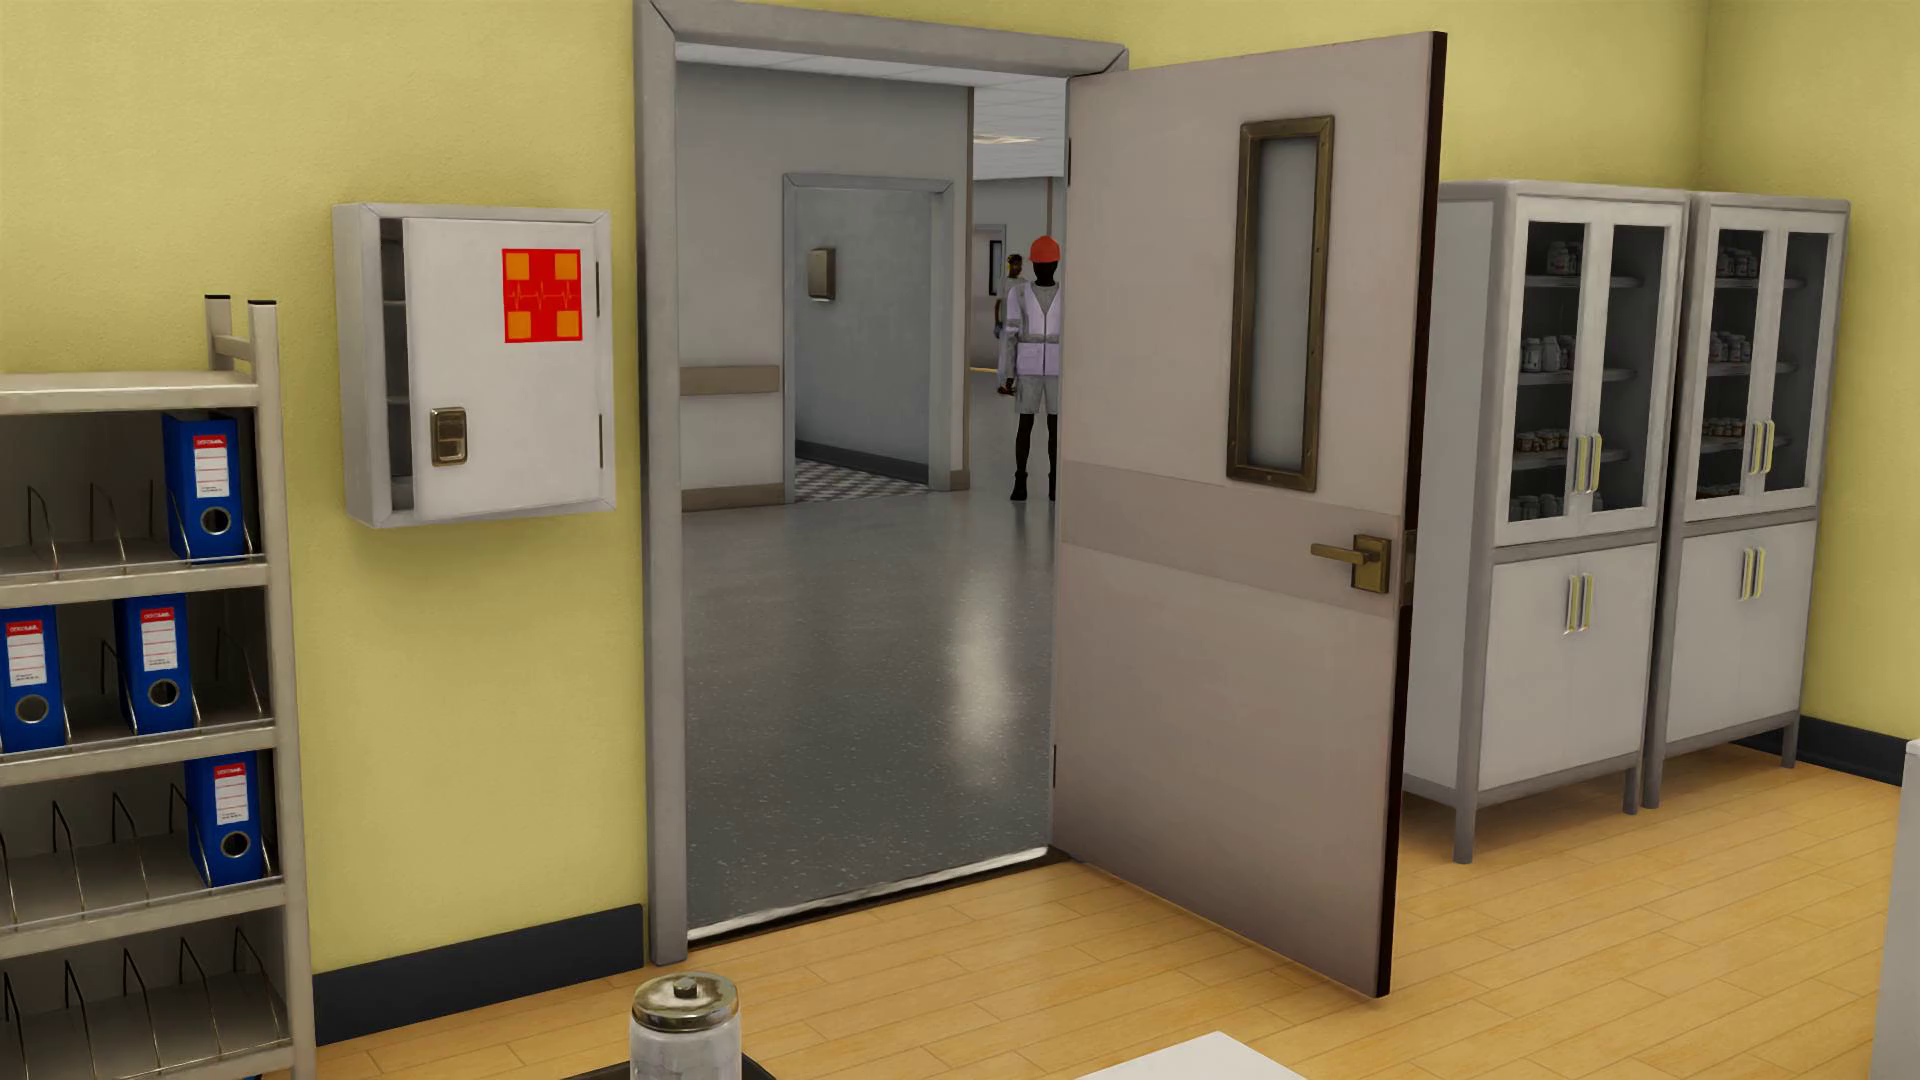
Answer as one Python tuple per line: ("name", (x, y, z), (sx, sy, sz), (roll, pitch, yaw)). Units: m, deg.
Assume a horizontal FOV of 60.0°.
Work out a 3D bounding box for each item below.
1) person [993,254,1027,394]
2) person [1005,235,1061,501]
("person", (0.689, -2.852, 22.028), (0.535, 1.858, 0.361), (-6, 12, -37))
("person", (0.606, -1.243, 12.154), (0.553, 1.934, 0.363), (1, 10, 0))
